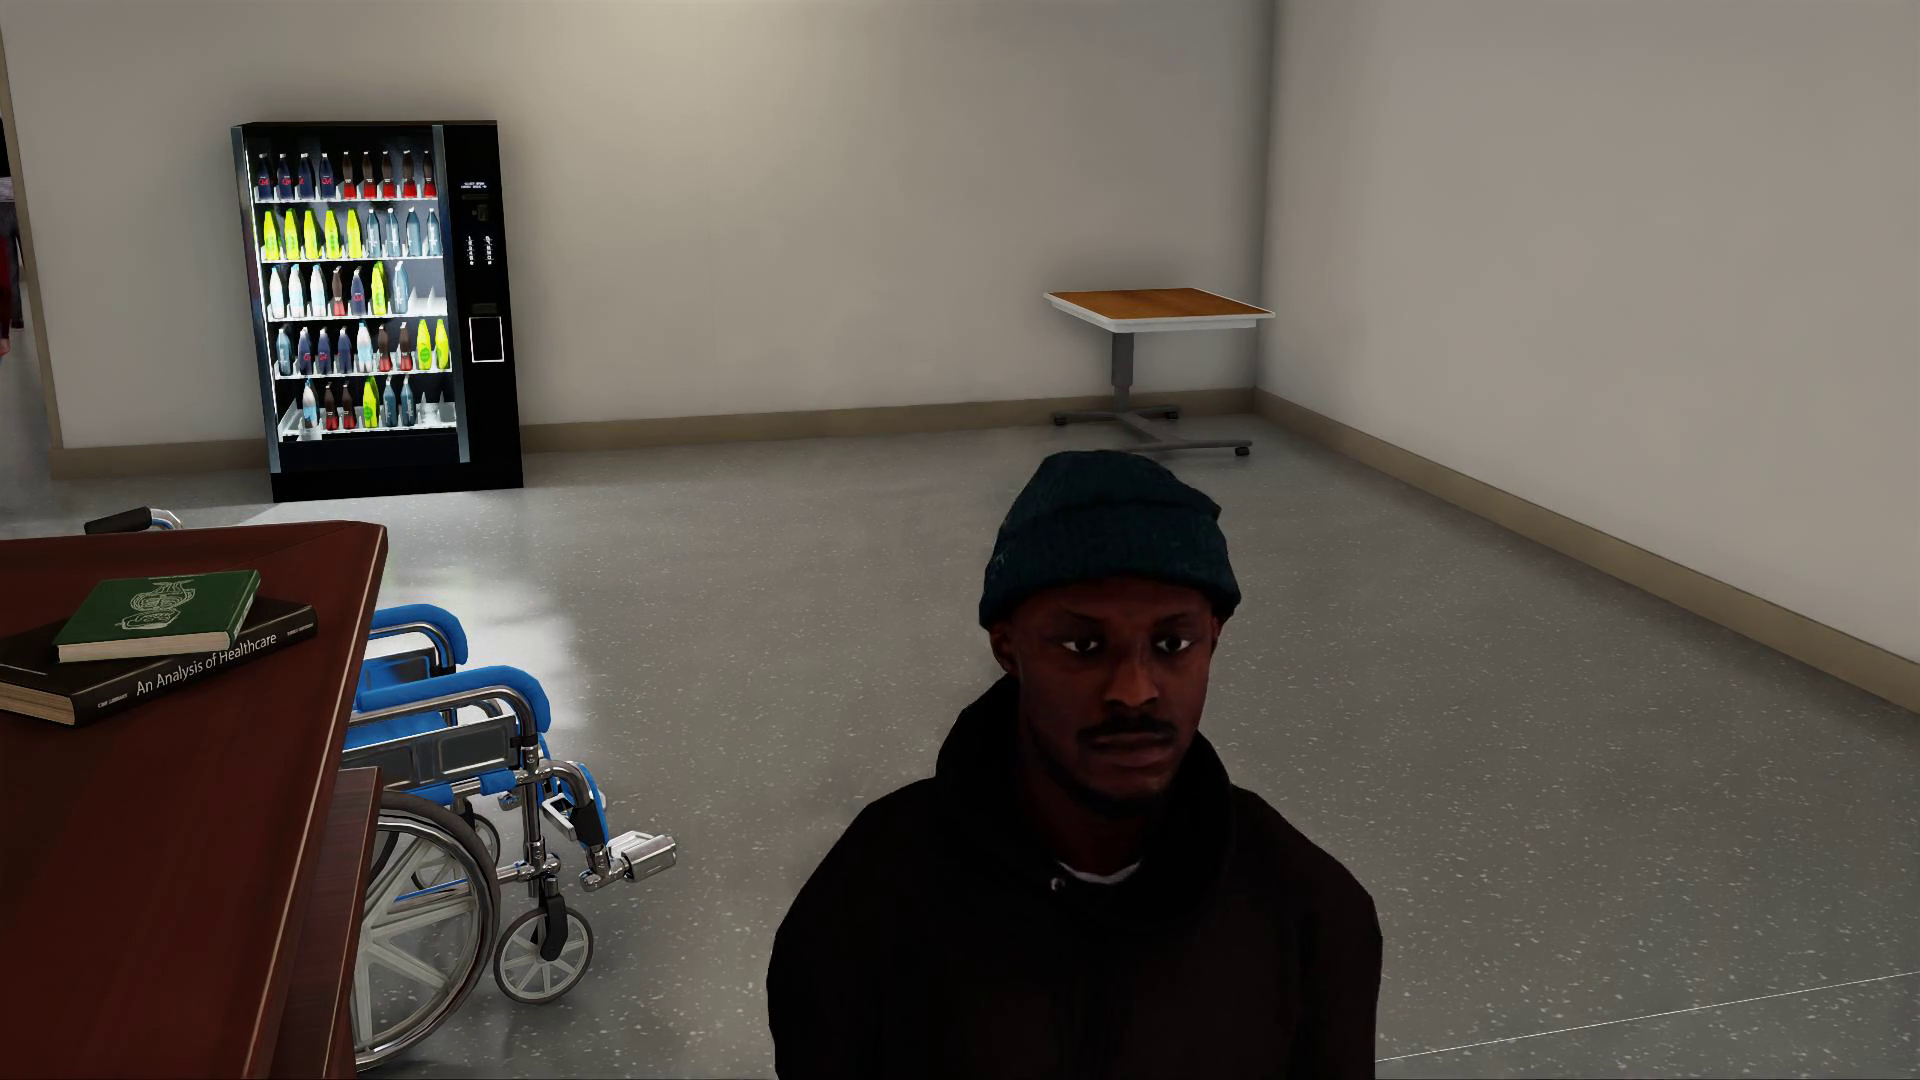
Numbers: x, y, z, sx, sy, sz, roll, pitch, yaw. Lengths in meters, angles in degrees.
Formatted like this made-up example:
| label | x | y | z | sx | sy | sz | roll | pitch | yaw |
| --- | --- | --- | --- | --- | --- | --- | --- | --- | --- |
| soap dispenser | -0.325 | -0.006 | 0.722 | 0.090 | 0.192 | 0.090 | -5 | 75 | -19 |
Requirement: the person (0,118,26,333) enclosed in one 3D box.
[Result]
| label | x | y | z | sx | sy | sz | roll | pitch | yaw |
| --- | --- | --- | --- | --- | --- | --- | --- | --- | --- |
| person | -7.795 | -2.600 | 13.689 | 0.504 | 1.736 | 0.687 | -6 | 17 | -22 |

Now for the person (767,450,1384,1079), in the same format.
| label | x | y | z | sx | sy | sz | roll | pitch | yaw |
| --- | --- | --- | --- | --- | --- | --- | --- | --- | --- |
| person | 0.084 | 0.778 | 1.569 | 0.604 | 1.810 | 0.770 | -3 | 16 | -9 |
